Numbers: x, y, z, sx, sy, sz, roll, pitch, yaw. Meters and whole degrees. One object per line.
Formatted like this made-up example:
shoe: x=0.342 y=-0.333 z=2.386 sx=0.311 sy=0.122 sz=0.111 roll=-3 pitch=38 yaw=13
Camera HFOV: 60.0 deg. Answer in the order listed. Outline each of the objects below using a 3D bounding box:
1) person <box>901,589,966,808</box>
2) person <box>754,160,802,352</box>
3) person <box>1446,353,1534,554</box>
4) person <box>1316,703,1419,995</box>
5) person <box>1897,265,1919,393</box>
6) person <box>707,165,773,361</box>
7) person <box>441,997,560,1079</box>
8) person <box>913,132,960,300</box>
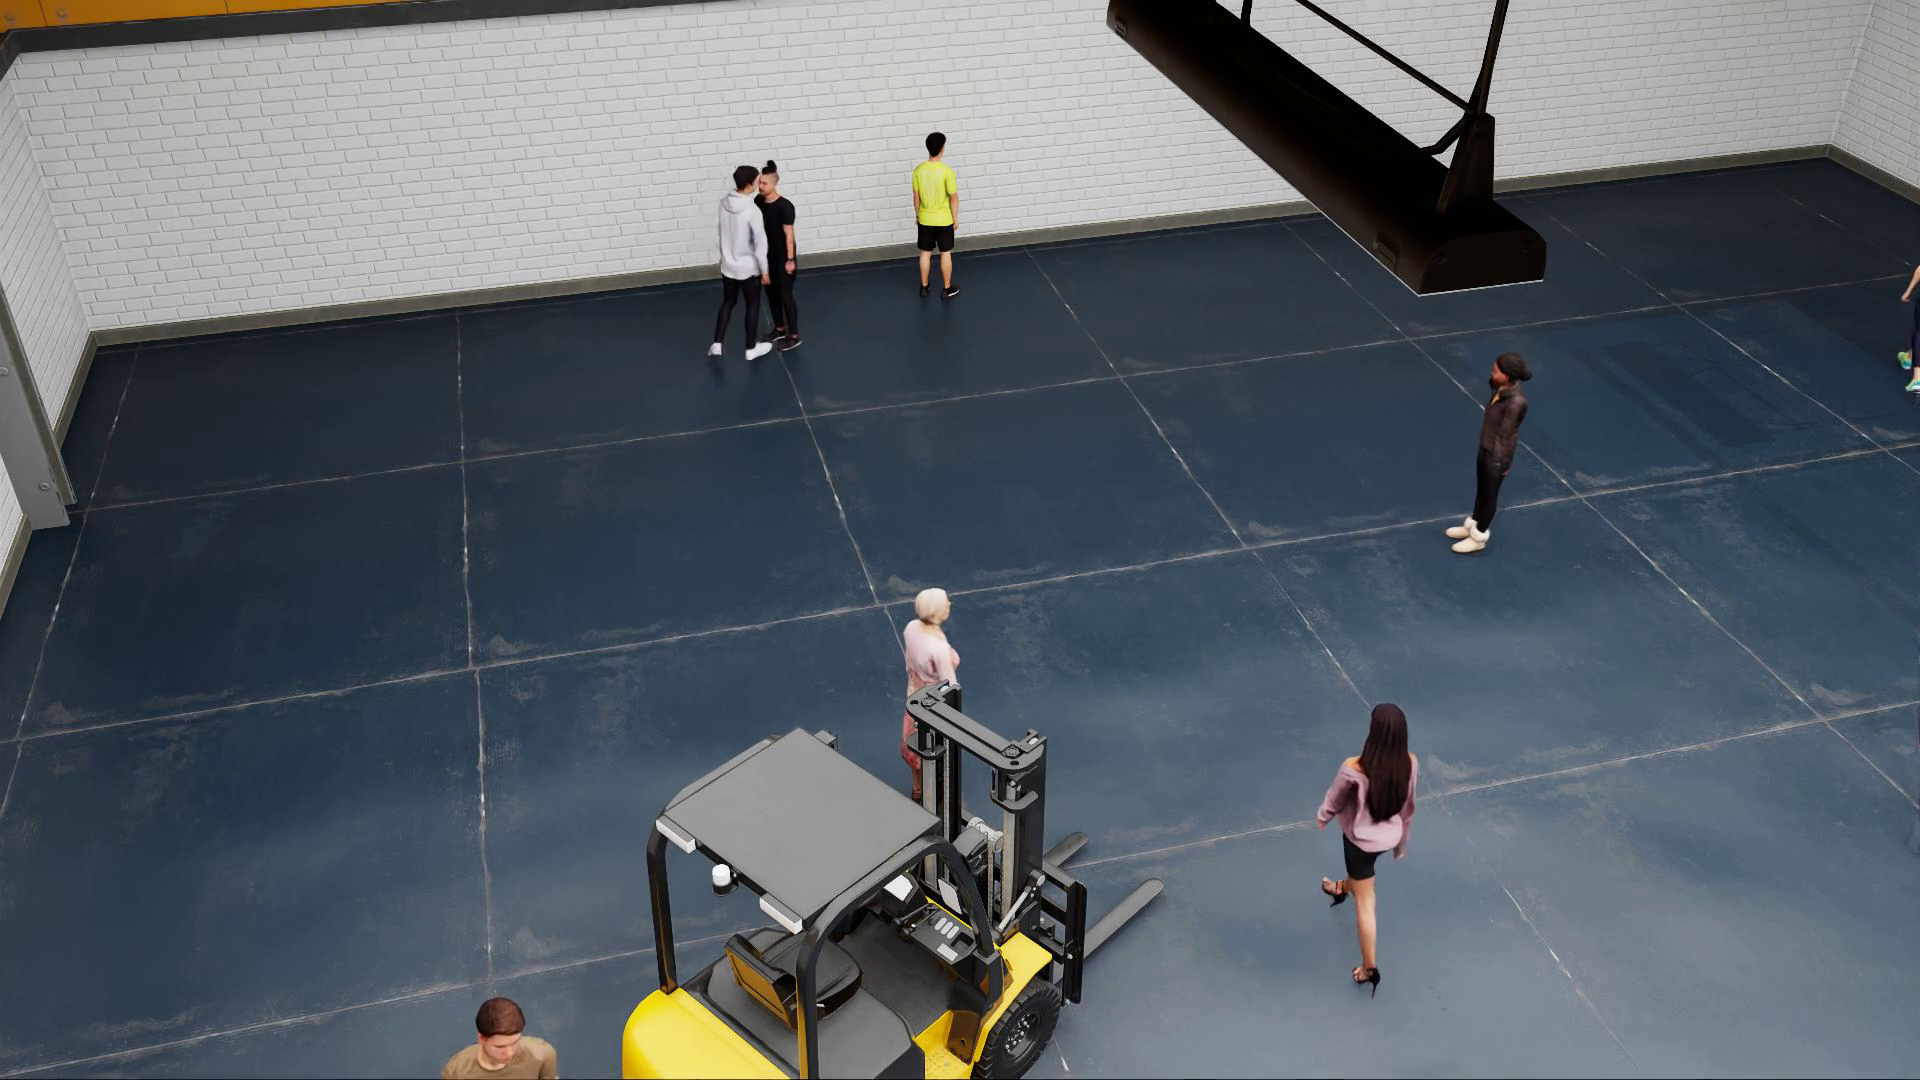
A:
person: x=-0.178 y=1.011 z=10.280 sx=0.726 sy=1.692 sz=0.621 roll=-23 pitch=40 yaw=-31
person: x=-1.720 y=-2.696 z=15.701 sx=0.721 sy=1.865 sz=0.828 roll=26 pitch=41 yaw=33
person: x=4.157 y=-0.680 z=12.850 sx=0.683 sy=1.663 sz=0.627 roll=-23 pitch=40 yaw=-31
person: x=2.286 y=1.743 z=9.114 sx=0.599 sy=1.764 sz=1.034 roll=-9 pitch=35 yaw=-13
person: x=8.826 y=-2.140 z=15.041 sx=0.935 sy=1.669 sz=1.232 roll=5 pitch=34 yaw=8
person: x=-2.071 y=-2.536 z=15.421 sx=1.007 sy=1.909 sz=1.061 roll=13 pitch=36 yaw=18
person: x=-2.038 y=2.704 z=7.611 sx=0.660 sy=1.826 sz=0.918 roll=-8 pitch=34 yaw=-12
person: x=-0.241 y=-3.250 z=16.675 sx=0.700 sy=1.709 sz=0.714 roll=10 pitch=35 yaw=15
